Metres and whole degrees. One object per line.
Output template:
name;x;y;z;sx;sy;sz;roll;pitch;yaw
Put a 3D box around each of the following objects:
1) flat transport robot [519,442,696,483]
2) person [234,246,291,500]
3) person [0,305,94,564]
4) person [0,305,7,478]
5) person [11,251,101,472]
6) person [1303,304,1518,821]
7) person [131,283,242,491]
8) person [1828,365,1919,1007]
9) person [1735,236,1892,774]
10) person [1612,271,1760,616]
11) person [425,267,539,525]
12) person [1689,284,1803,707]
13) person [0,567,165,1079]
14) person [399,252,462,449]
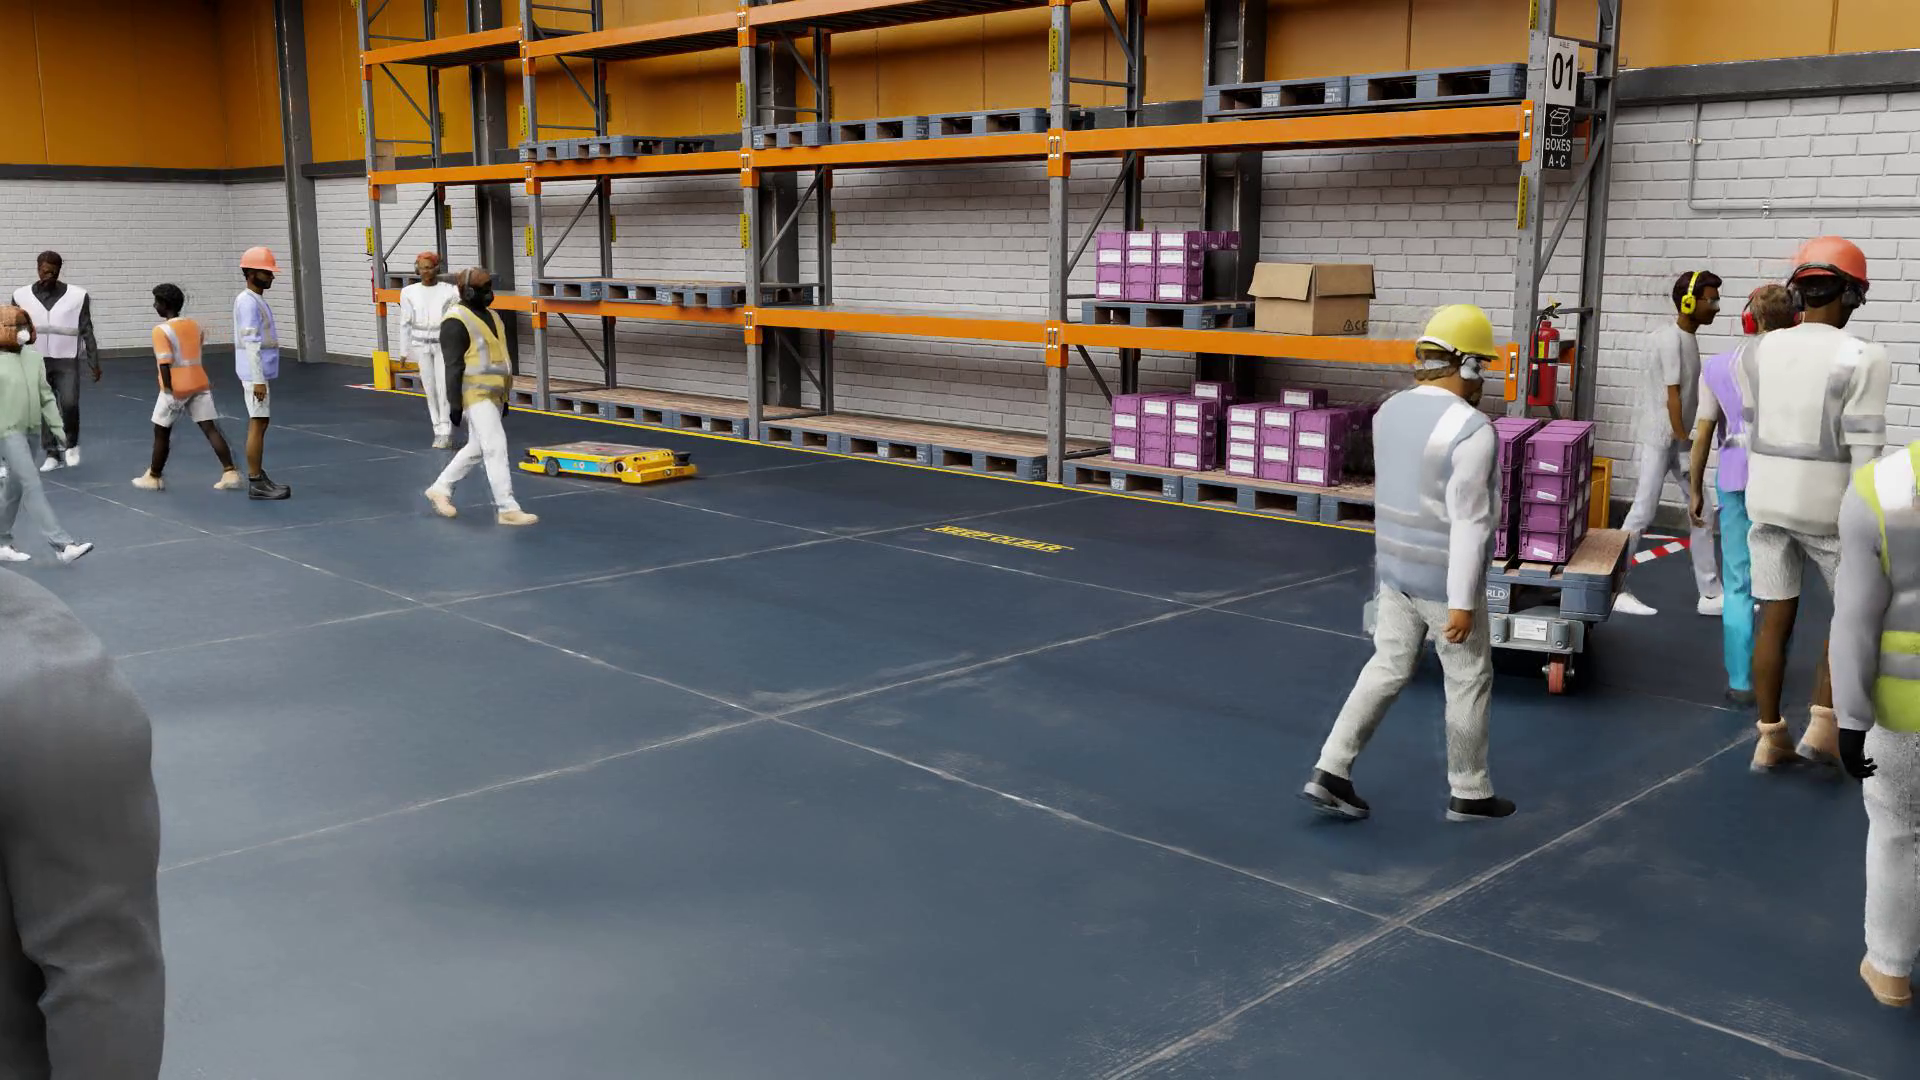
flat transport robot;-2.983;-0.670;14.026;1.431;0.197;0.652;7;12;33
person;-5.365;-1.278;12.799;0.374;1.934;0.549;-3;11;-18
person;-5.692;-0.634;10.203;0.825;1.585;0.523;2;11;11
person;-8.305;-1.449;13.913;1.024;1.860;0.610;3;11;17
person;-7.779;-1.526;14.279;0.697;1.887;0.449;-3;11;-18
person;1.552;0.108;5.658;0.801;1.804;0.603;-4;11;-21
person;-6.135;-1.198;13.139;0.885;1.652;0.543;3;11;17
person;2.431;0.402;4.017;0.627;1.804;0.931;4;11;21
person;3.181;-0.110;6.218;0.484;2.018;0.611;-7;12;-33
person;3.823;-0.472;8.703;0.873;1.834;0.540;8;13;39
person;-3.423;-1.012;11.695;0.875;1.811;0.630;2;11;11
person;3.543;-0.214;7.367;0.592;1.797;0.903;4;11;20
person;-1.179;0.714;1.930;0.629;1.940;0.372;5;11;24
person;-5.004;-1.778;15.720;0.595;1.860;0.635;0;10;-2
